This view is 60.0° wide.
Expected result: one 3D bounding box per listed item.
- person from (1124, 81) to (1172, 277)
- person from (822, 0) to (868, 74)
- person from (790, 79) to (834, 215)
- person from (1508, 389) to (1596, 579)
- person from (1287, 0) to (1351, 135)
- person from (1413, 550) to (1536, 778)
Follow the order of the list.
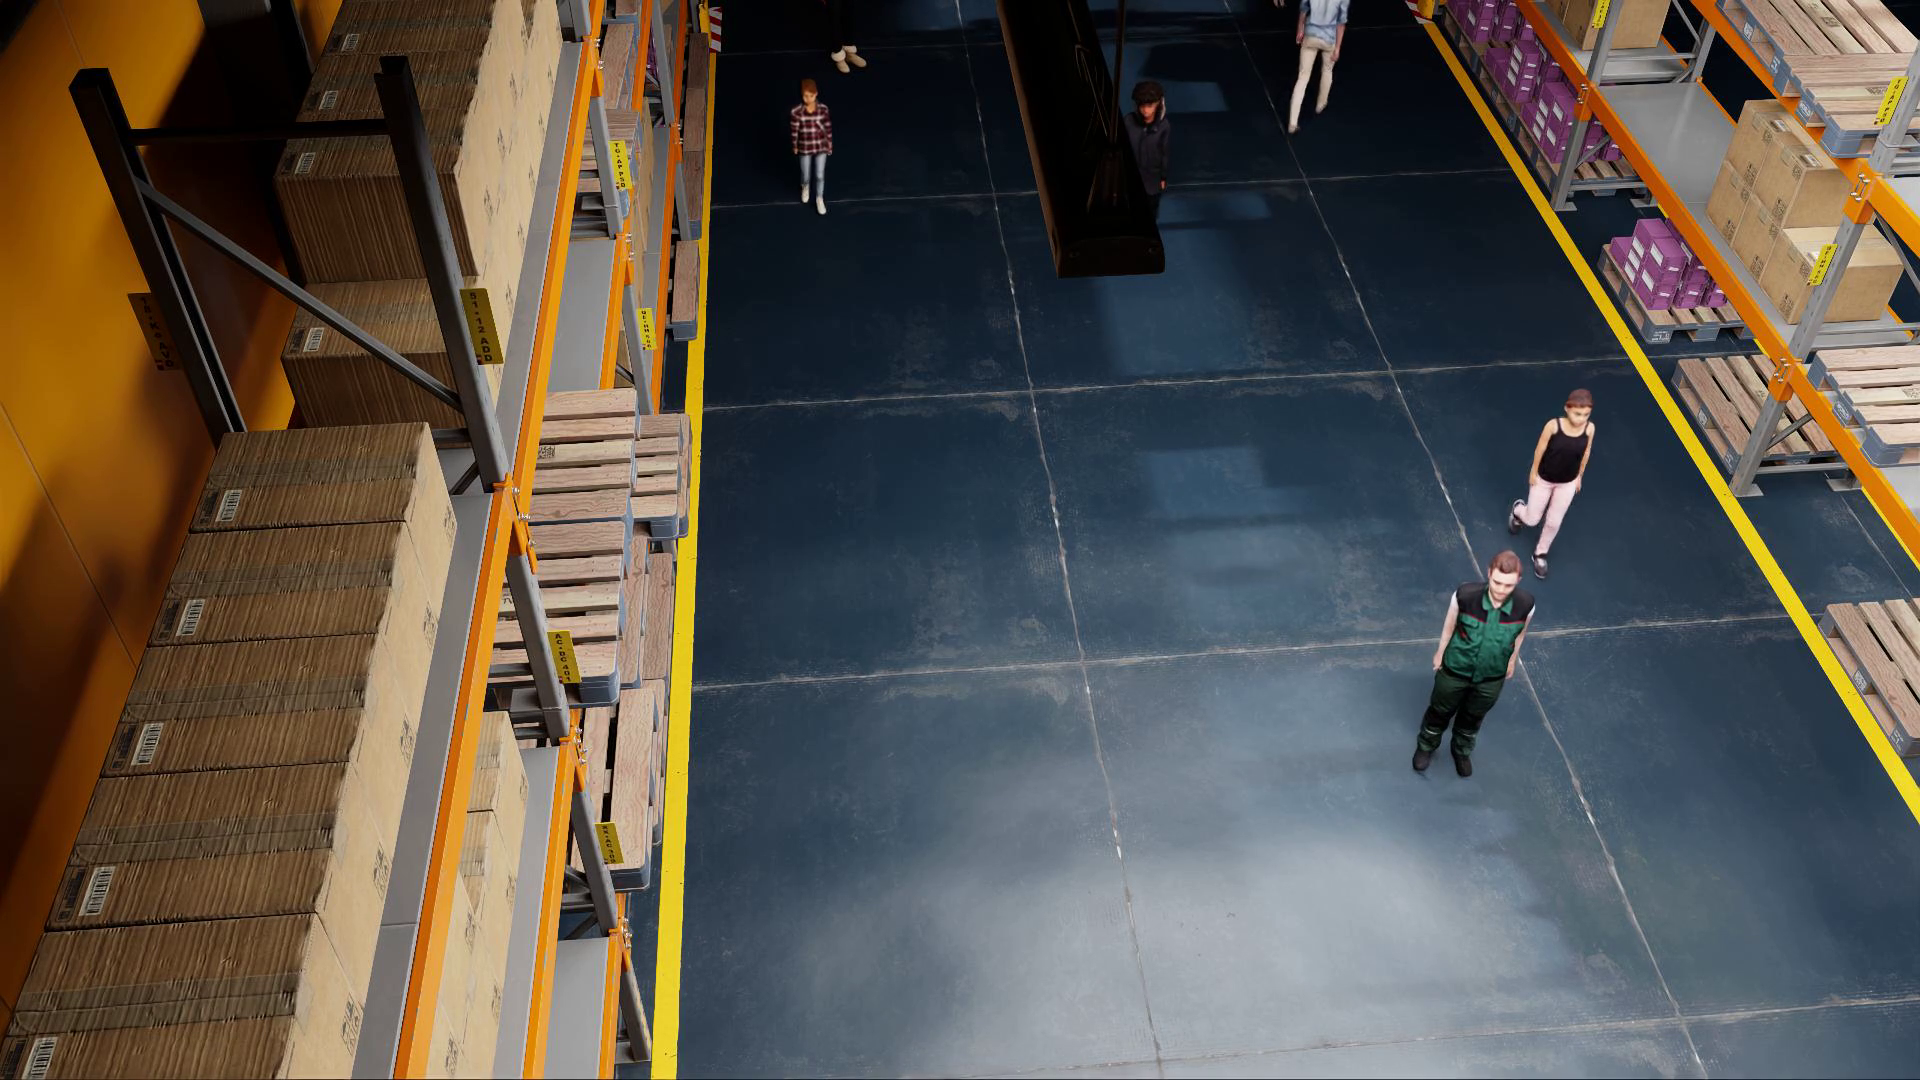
[{"bbox_3d":[1.548,-3.159,14.341,0.650,1.775,0.639,1,44,1],"label":"person"},{"bbox_3d":[-1.249,-5.657,17.043,0.760,1.664,0.702,-8,44,-8],"label":"person"},{"bbox_3d":[-1.353,-3.632,15.183,0.568,1.298,0.641,-9,44,-9],"label":"person"},{"bbox_3d":[4.166,-0.472,11.682,0.594,1.552,0.833,2,44,2],"label":"person"},{"bbox_3d":[3.426,-4.766,16.003,1.062,1.809,1.294,18,47,18],"label":"person"},{"bbox_3d":[3.156,0.753,10.187,0.699,1.841,0.651,6,44,7],"label":"person"}]
